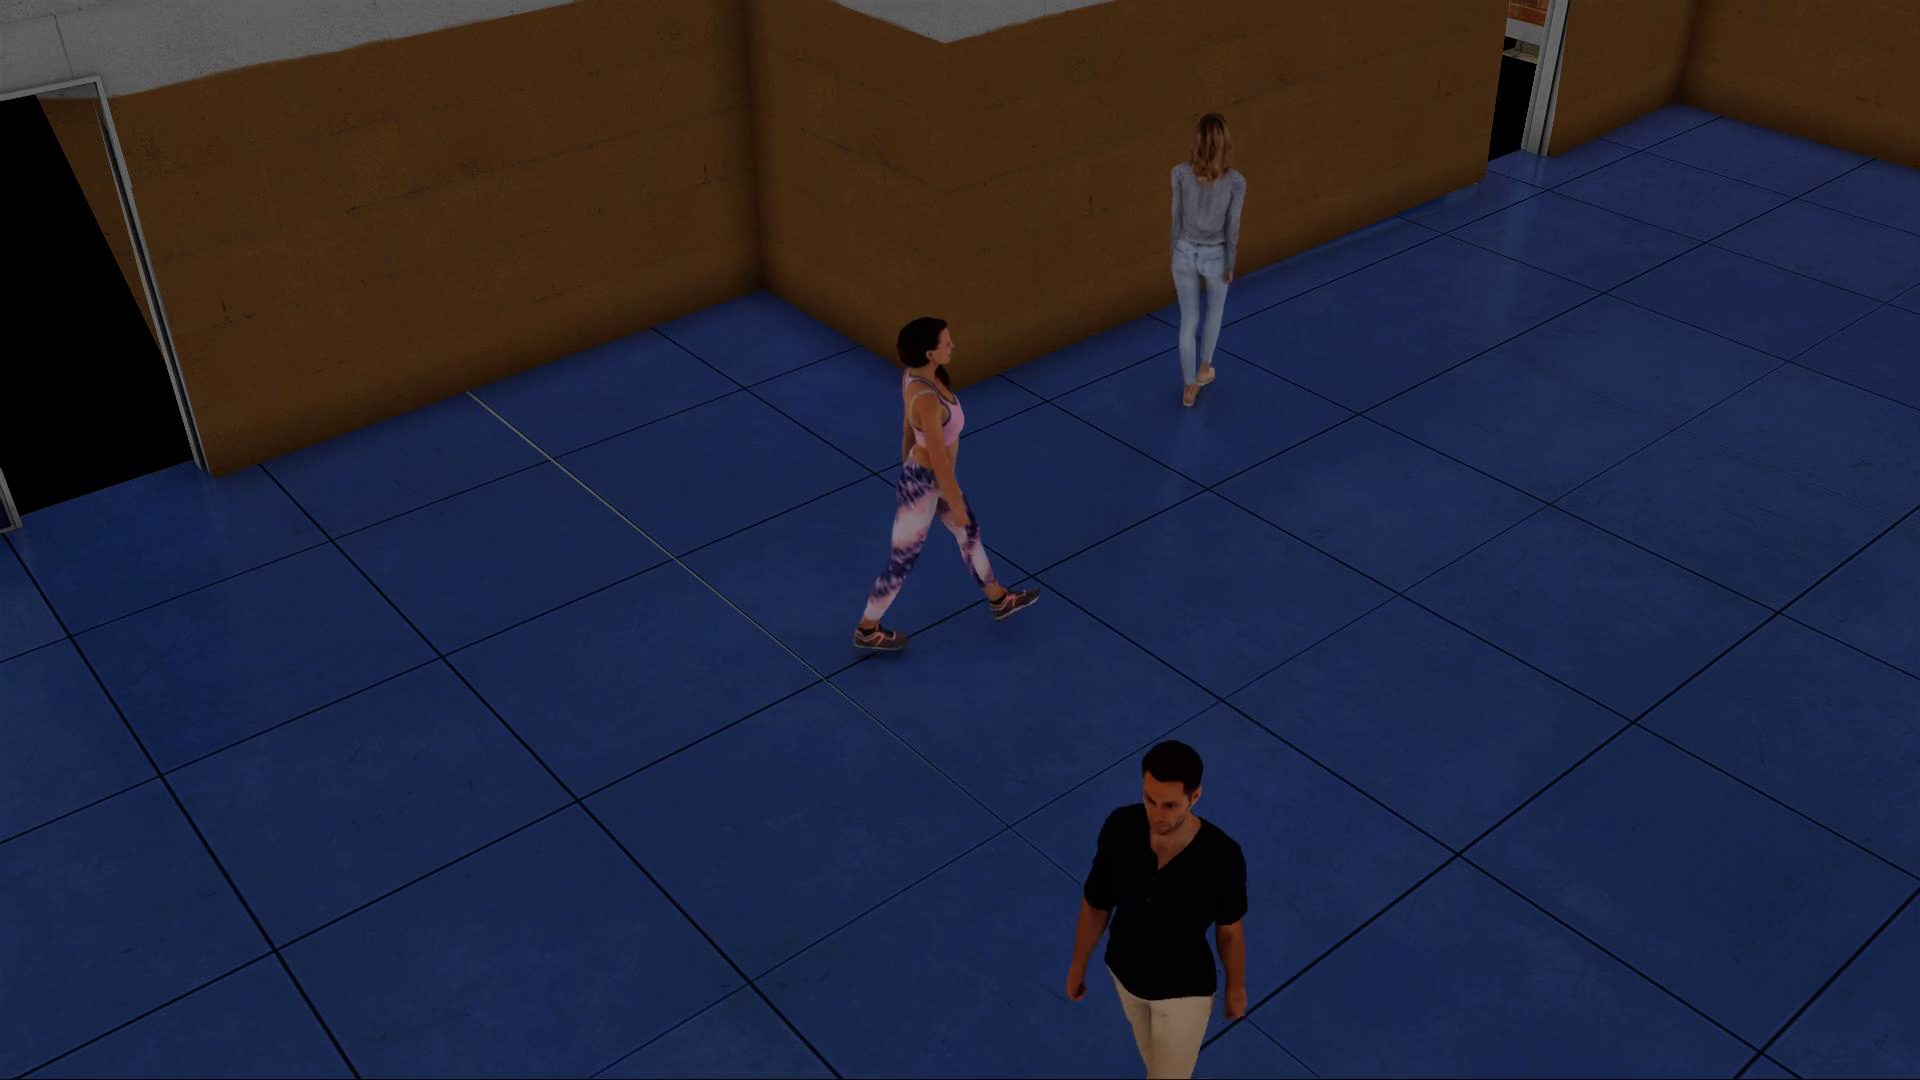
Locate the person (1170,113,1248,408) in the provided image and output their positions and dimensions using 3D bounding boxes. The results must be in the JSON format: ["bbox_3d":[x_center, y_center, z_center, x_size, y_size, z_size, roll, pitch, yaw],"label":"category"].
[{"bbox_3d":[1.386,-1.586,9.709,0.743,1.781,0.804,9,35,14],"label":"person"}]

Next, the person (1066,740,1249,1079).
[{"bbox_3d":[0.678,1.320,5.274,1.052,1.830,0.947,19,38,26],"label":"person"}]

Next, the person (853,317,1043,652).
[{"bbox_3d":[-0.236,-0.194,7.679,1.078,1.712,1.180,-5,34,-7],"label":"person"}]
